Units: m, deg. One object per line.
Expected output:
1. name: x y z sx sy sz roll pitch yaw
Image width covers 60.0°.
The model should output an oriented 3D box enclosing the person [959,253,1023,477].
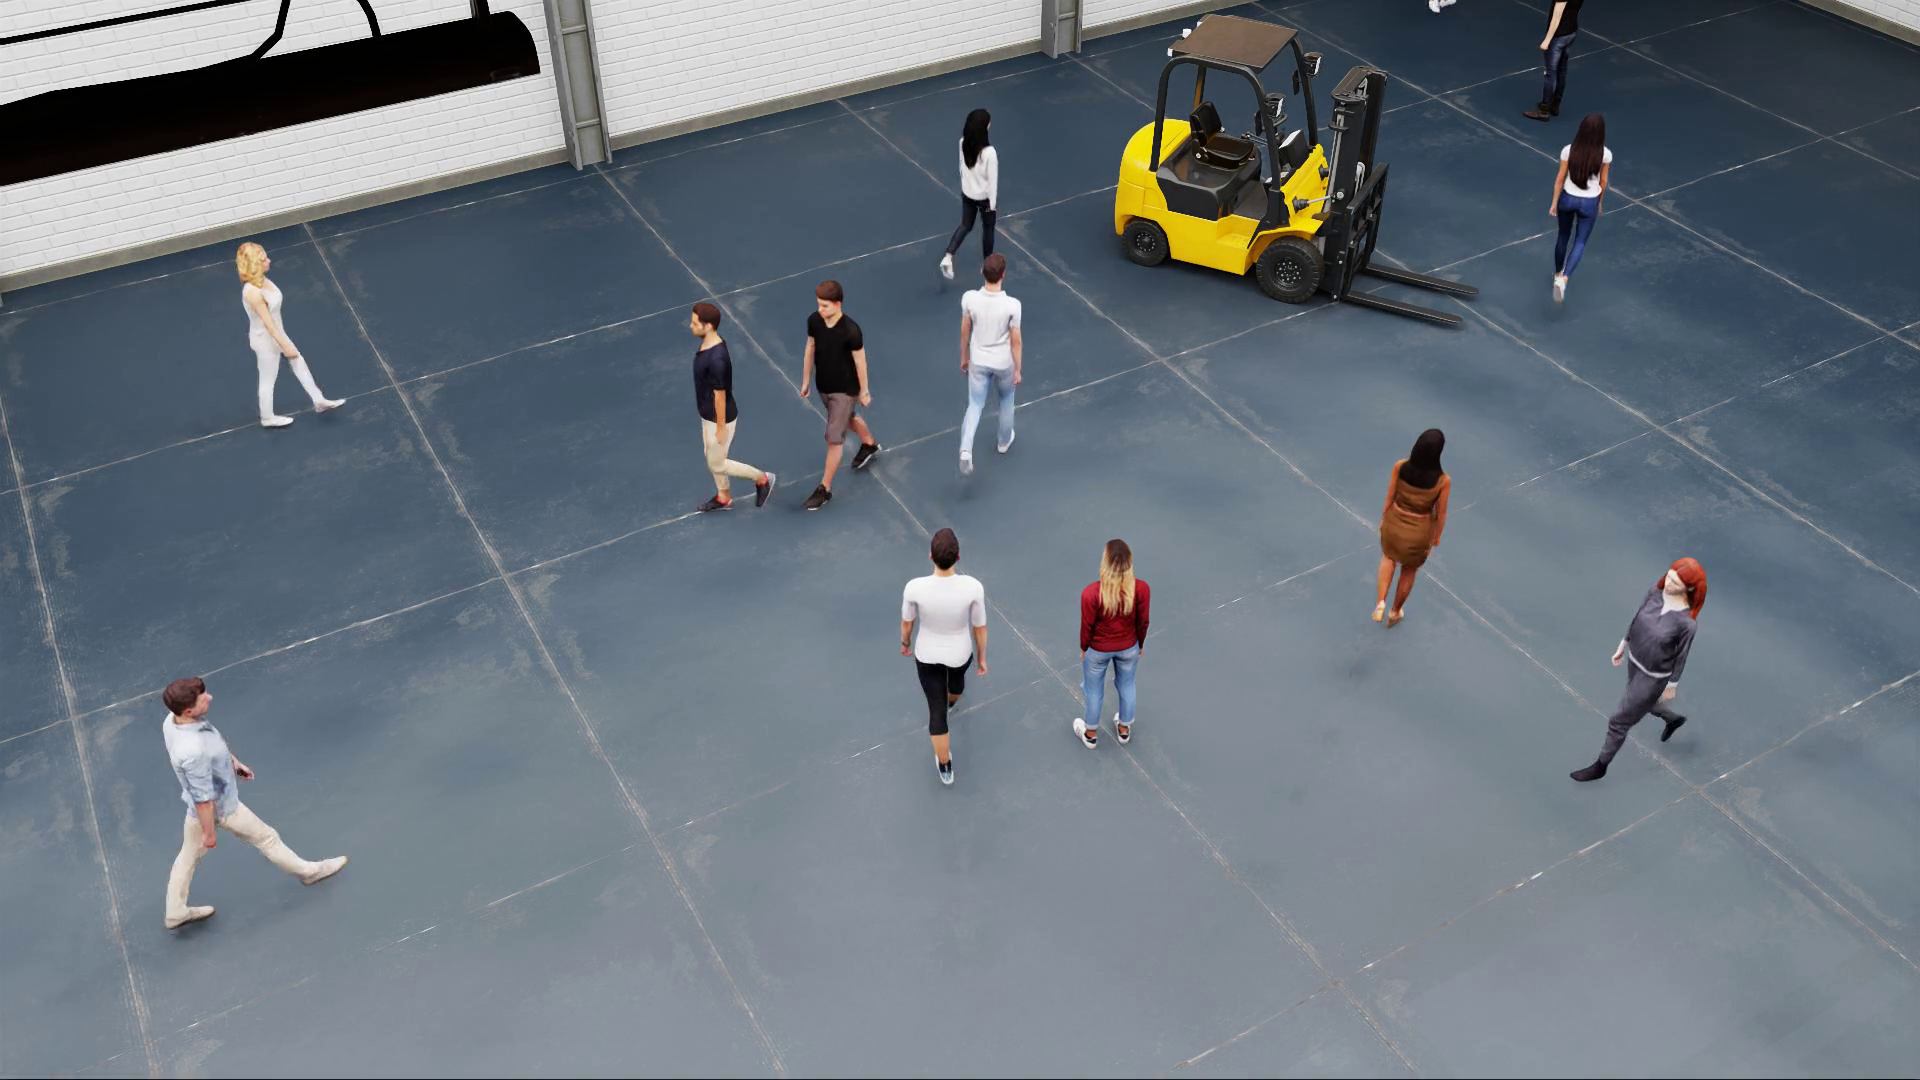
1. person: 0.219 -1.327 12.965 1.107 1.826 1.182 11 40 13

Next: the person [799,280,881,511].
1. person: -0.877 -1.216 12.836 0.957 1.814 1.299 27 46 29

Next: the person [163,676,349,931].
1. person: -4.319 1.534 9.412 1.300 1.789 0.744 -26 45 -29

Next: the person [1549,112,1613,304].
1. person: 5.601 -2.991 15.105 0.946 1.756 1.097 16 41 20

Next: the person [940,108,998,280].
1. person: 0.102 -3.165 15.379 0.809 1.686 1.043 29 47 31

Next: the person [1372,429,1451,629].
1. person: 3.062 -0.017 11.446 0.741 1.675 0.814 19 42 22

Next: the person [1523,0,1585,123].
1. person: 6.581 -5.527 18.168 0.562 1.896 0.770 -27 46 -30

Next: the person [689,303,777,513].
1. person: -1.734 -0.953 12.486 0.896 1.839 0.737 -12 40 -15

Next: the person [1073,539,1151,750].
1. person: 0.969 0.671 10.620 0.541 1.631 0.709 -7 39 -9

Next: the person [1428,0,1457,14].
1. person: 6.208 -7.497 20.774 0.889 1.723 0.826 1 39 1

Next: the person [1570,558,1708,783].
1. person: 4.354 0.789 10.369 1.115 1.759 0.788 -9 40 -11

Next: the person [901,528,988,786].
1. person: -0.097 0.768 10.353 1.187 1.812 1.080 -3 39 -3

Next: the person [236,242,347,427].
1. person: -5.690 -1.622 13.481 0.997 1.643 0.784 -6 39 -7
